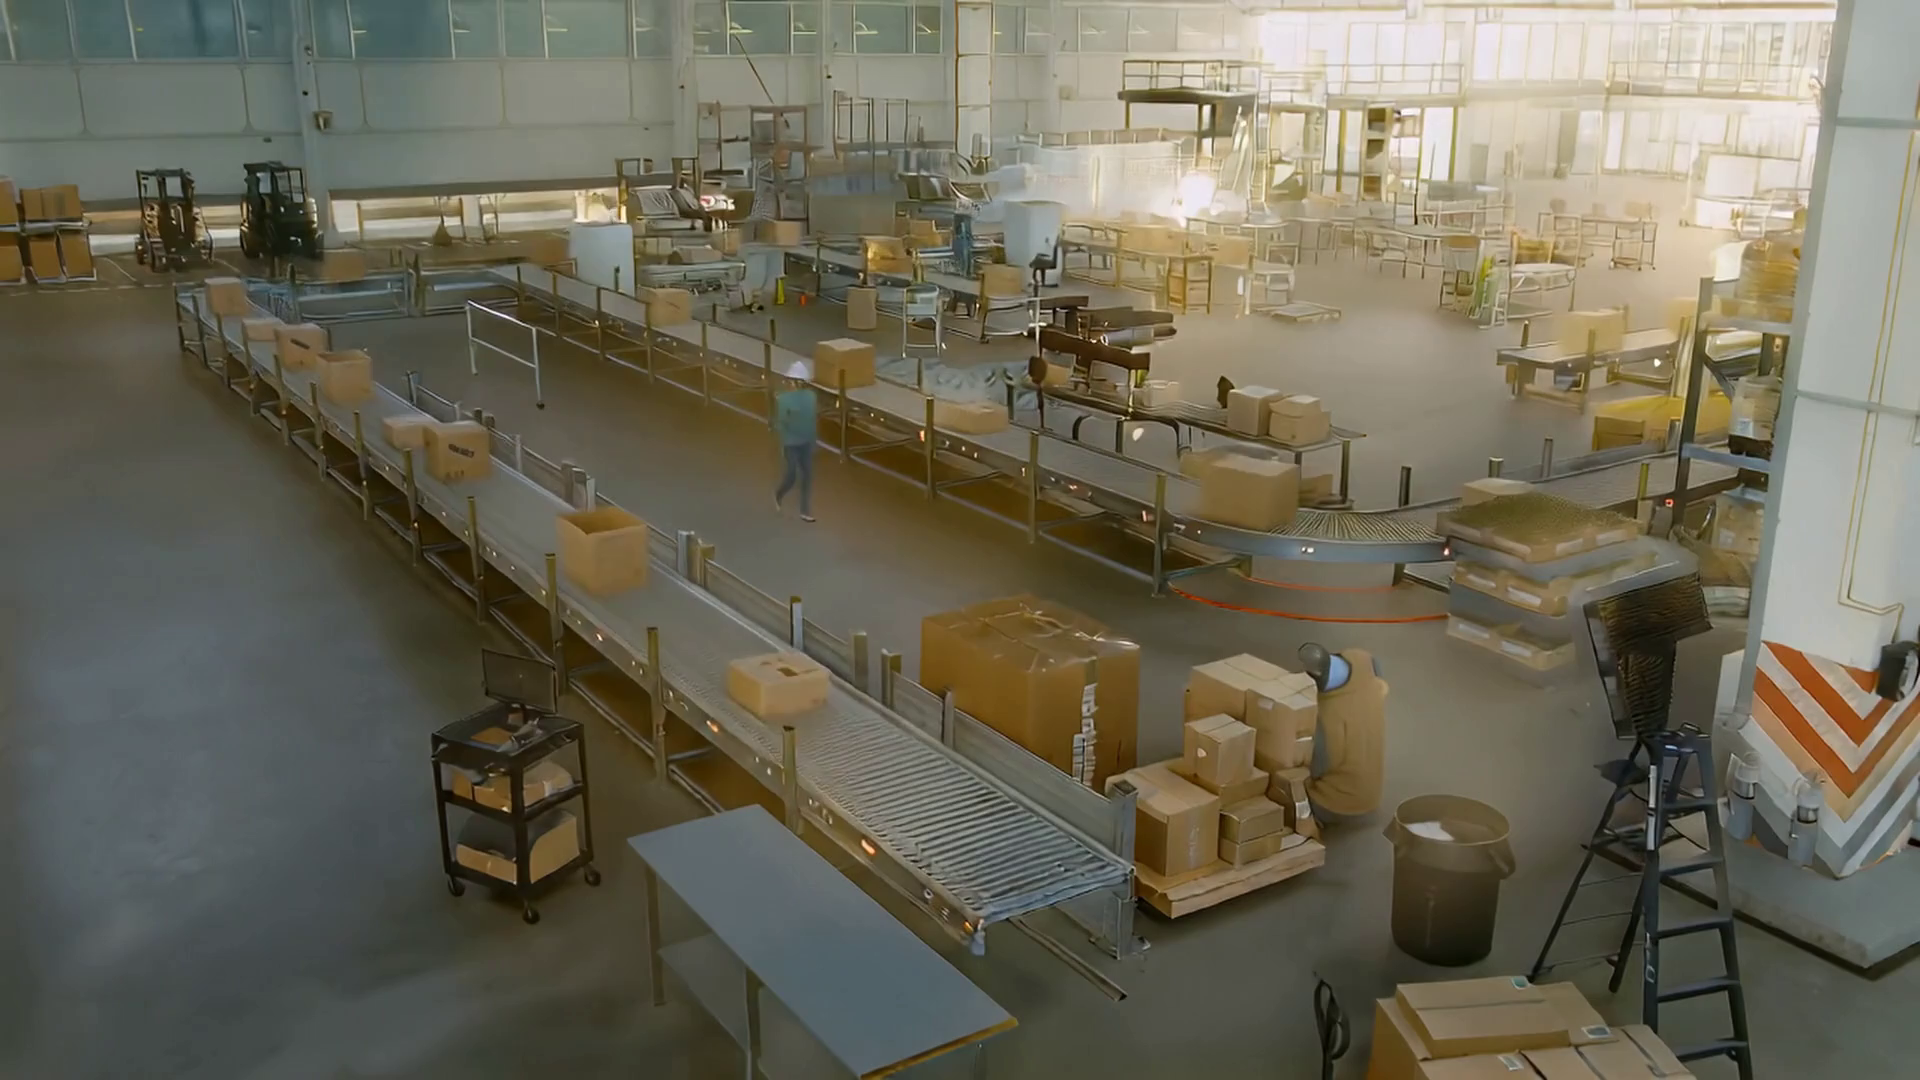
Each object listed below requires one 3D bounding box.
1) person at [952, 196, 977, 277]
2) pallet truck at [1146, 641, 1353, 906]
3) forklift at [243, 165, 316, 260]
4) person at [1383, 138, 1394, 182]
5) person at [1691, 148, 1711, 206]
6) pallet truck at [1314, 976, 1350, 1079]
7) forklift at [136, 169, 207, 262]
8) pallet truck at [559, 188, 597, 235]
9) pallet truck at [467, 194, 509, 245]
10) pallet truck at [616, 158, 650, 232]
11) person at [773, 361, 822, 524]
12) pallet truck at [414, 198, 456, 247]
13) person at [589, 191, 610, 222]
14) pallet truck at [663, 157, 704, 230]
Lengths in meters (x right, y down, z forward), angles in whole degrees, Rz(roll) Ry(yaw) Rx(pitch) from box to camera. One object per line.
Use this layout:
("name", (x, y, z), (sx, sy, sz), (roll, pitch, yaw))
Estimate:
("person", (0.082, -5.841, 33.138), (0.430, 2.027, 0.663), (-10, 19, -30))
("pallet truck", (1.664, 1.407, 10.232), (1.630, 1.274, 0.653), (-10, 20, -31))
("forklift", (-15.898, -7.669, 38.708), (1.157, 1.987, 2.680), (-11, 20, -33))
("person", (14.472, -12.714, 56.287), (0.513, 1.844, 0.328), (-14, 22, -39))
("person", (22.860, -11.186, 51.340), (0.533, 1.767, 0.326), (9, 19, 27))
("pallet truck", (2.299, 2.390, 7.086), (1.601, 1.201, 0.680), (-2, 17, -7))
("forklift", (-17.842, -7.318, 37.559), (1.157, 1.987, 2.680), (-10, 20, -31))
("pallet truck", (-10.010, -8.652, 43.699), (0.653, 1.274, 1.630), (-10, 20, -31))
("pallet truck", (-11.983, -8.177, 42.137), (0.704, 1.261, 1.522), (-11, 20, -33))
("pallet truck", (-8.918, -9.176, 44.255), (0.823, 1.965, 1.885), (-9, 19, -27))
("person", (-1.736, -1.046, 17.608), (0.523, 1.757, 0.484), (-16, 23, -42))
("pallet truck", (-13.250, -8.060, 41.856), (0.680, 1.201, 1.601), (-10, 20, -31))
("person", (-7.629, -6.450, 35.355), (0.474, 1.890, 0.675), (-11, 20, -33))
("pallet truck", (-7.586, -9.308, 44.692), (0.823, 1.965, 1.885), (-11, 20, -33))
